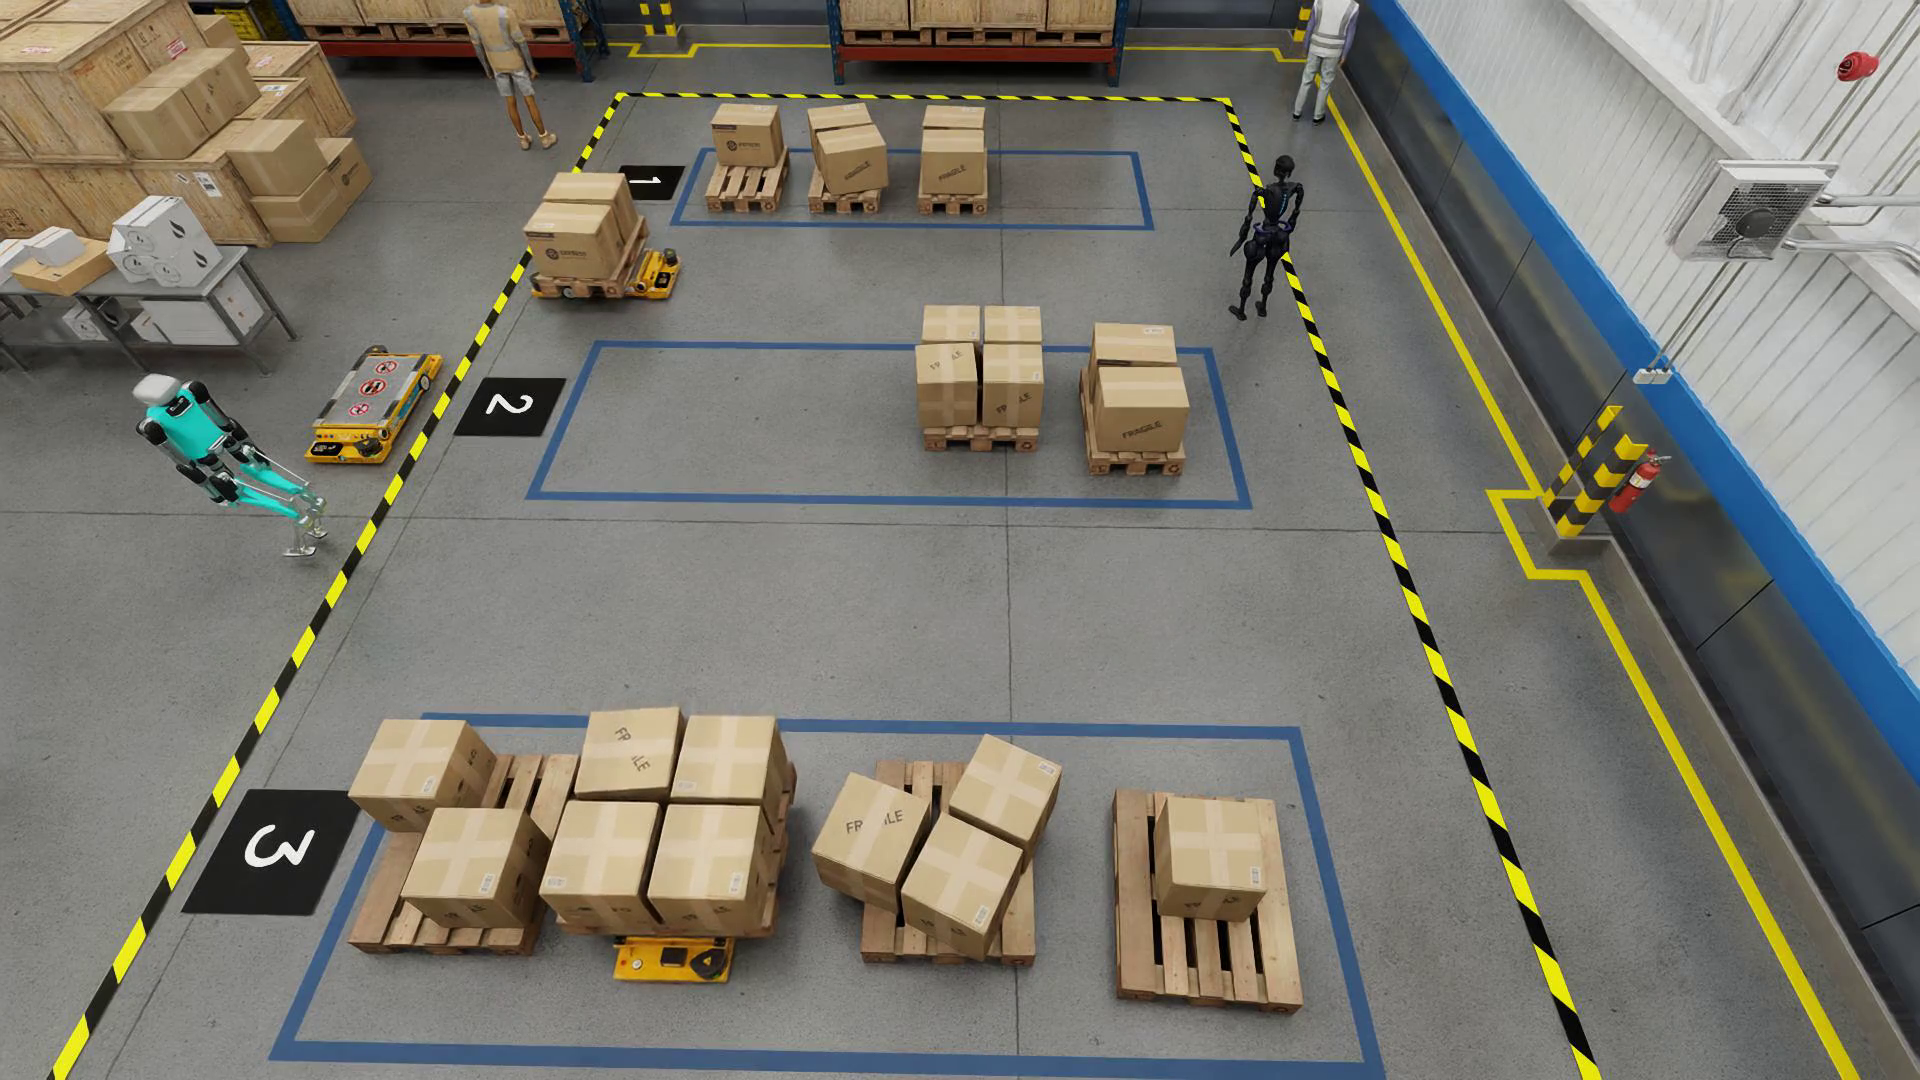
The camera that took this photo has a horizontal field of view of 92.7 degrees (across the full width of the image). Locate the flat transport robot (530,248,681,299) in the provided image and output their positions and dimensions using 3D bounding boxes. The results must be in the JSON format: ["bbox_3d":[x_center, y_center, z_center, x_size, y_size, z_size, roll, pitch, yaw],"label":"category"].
[{"bbox_3d":[-3.769,-2.855,9.765,1.431,0.197,0.652,1,50,1],"label":"flat transport robot"}]

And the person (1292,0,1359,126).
[{"bbox_3d":[4.636,-6.218,11.610,0.588,1.821,0.403,24,54,19],"label":"person"}]

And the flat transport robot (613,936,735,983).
[{"bbox_3d":[-1.658,1.956,5.694,0.652,0.197,1.431,1,50,1],"label":"flat transport robot"}]

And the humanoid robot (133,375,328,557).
[{"bbox_3d":[-5.178,-0.490,6.729,0.735,1.681,0.533,8,50,7],"label":"humanoid robot"}]

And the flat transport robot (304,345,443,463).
[{"bbox_3d":[-5.383,-1.269,8.441,0.659,0.231,1.431,1,50,1],"label":"flat transport robot"}]

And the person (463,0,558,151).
[{"bbox_3d":[-5.458,-5.762,11.084,0.613,2.037,0.384,-2,50,-2],"label":"person"}]

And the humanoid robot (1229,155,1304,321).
[{"bbox_3d":[2.965,-2.917,8.904,0.599,1.655,0.315,-8,50,-7],"label":"humanoid robot"}]
